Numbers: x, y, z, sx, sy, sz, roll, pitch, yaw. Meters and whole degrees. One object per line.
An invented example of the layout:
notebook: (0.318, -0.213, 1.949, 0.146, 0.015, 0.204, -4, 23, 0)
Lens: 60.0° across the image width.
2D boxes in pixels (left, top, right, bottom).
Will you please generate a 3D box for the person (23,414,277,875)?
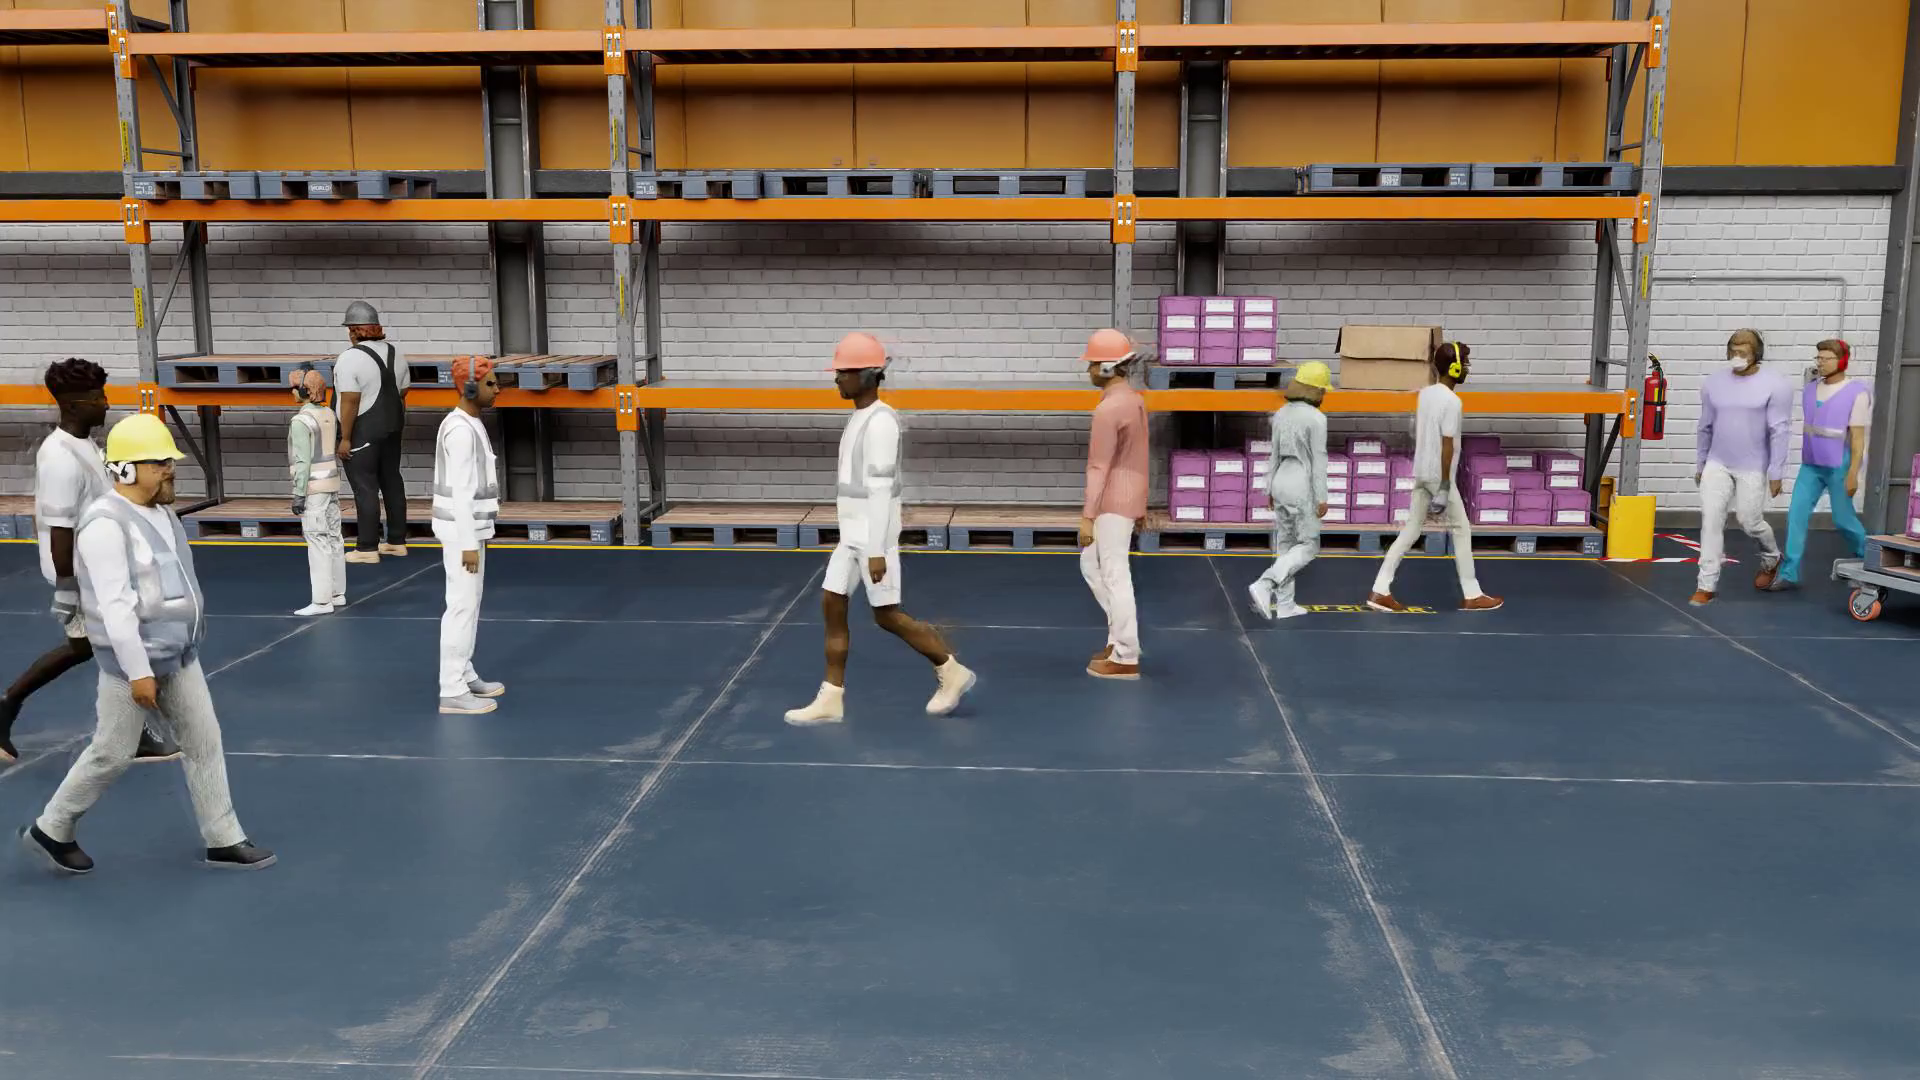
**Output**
person: (-3.160, 0.414, 6.342, 0.894, 1.803, 0.583, 1, 10, 4)

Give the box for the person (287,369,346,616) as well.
person: (-4.283, -0.317, 11.068, 0.308, 1.641, 0.514, 0, 10, 2)

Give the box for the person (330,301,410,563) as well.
person: (-4.650, -0.849, 13.008, 0.537, 2.000, 0.689, 4, 10, 22)

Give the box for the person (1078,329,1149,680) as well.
person: (0.829, -0.189, 9.331, 0.495, 1.974, 0.643, 4, 10, 20)

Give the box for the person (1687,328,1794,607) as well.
person: (5.396, -0.506, 11.424, 0.852, 1.914, 0.637, -8, 13, -39)

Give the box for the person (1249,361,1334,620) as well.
person: (2.116, -0.298, 10.727, 0.555, 1.712, 0.509, -5, 11, -28)

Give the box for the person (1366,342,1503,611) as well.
person: (3.168, -0.408, 11.092, 0.945, 1.827, 0.513, -3, 10, -18)

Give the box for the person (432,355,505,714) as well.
person: (-2.577, -0.033, 8.750, 0.368, 1.873, 0.592, -2, 10, -9)

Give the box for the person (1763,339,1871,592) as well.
person: (6.199, -0.525, 11.800, 0.912, 1.810, 0.579, -3, 10, -17)

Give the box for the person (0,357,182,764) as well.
person: (-4.130, 0.118, 7.681, 0.857, 1.932, 0.606, -5, 11, -25)

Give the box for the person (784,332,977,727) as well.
person: (-0.397, -0.049, 8.428, 0.957, 2.011, 0.618, -3, 10, -17)
